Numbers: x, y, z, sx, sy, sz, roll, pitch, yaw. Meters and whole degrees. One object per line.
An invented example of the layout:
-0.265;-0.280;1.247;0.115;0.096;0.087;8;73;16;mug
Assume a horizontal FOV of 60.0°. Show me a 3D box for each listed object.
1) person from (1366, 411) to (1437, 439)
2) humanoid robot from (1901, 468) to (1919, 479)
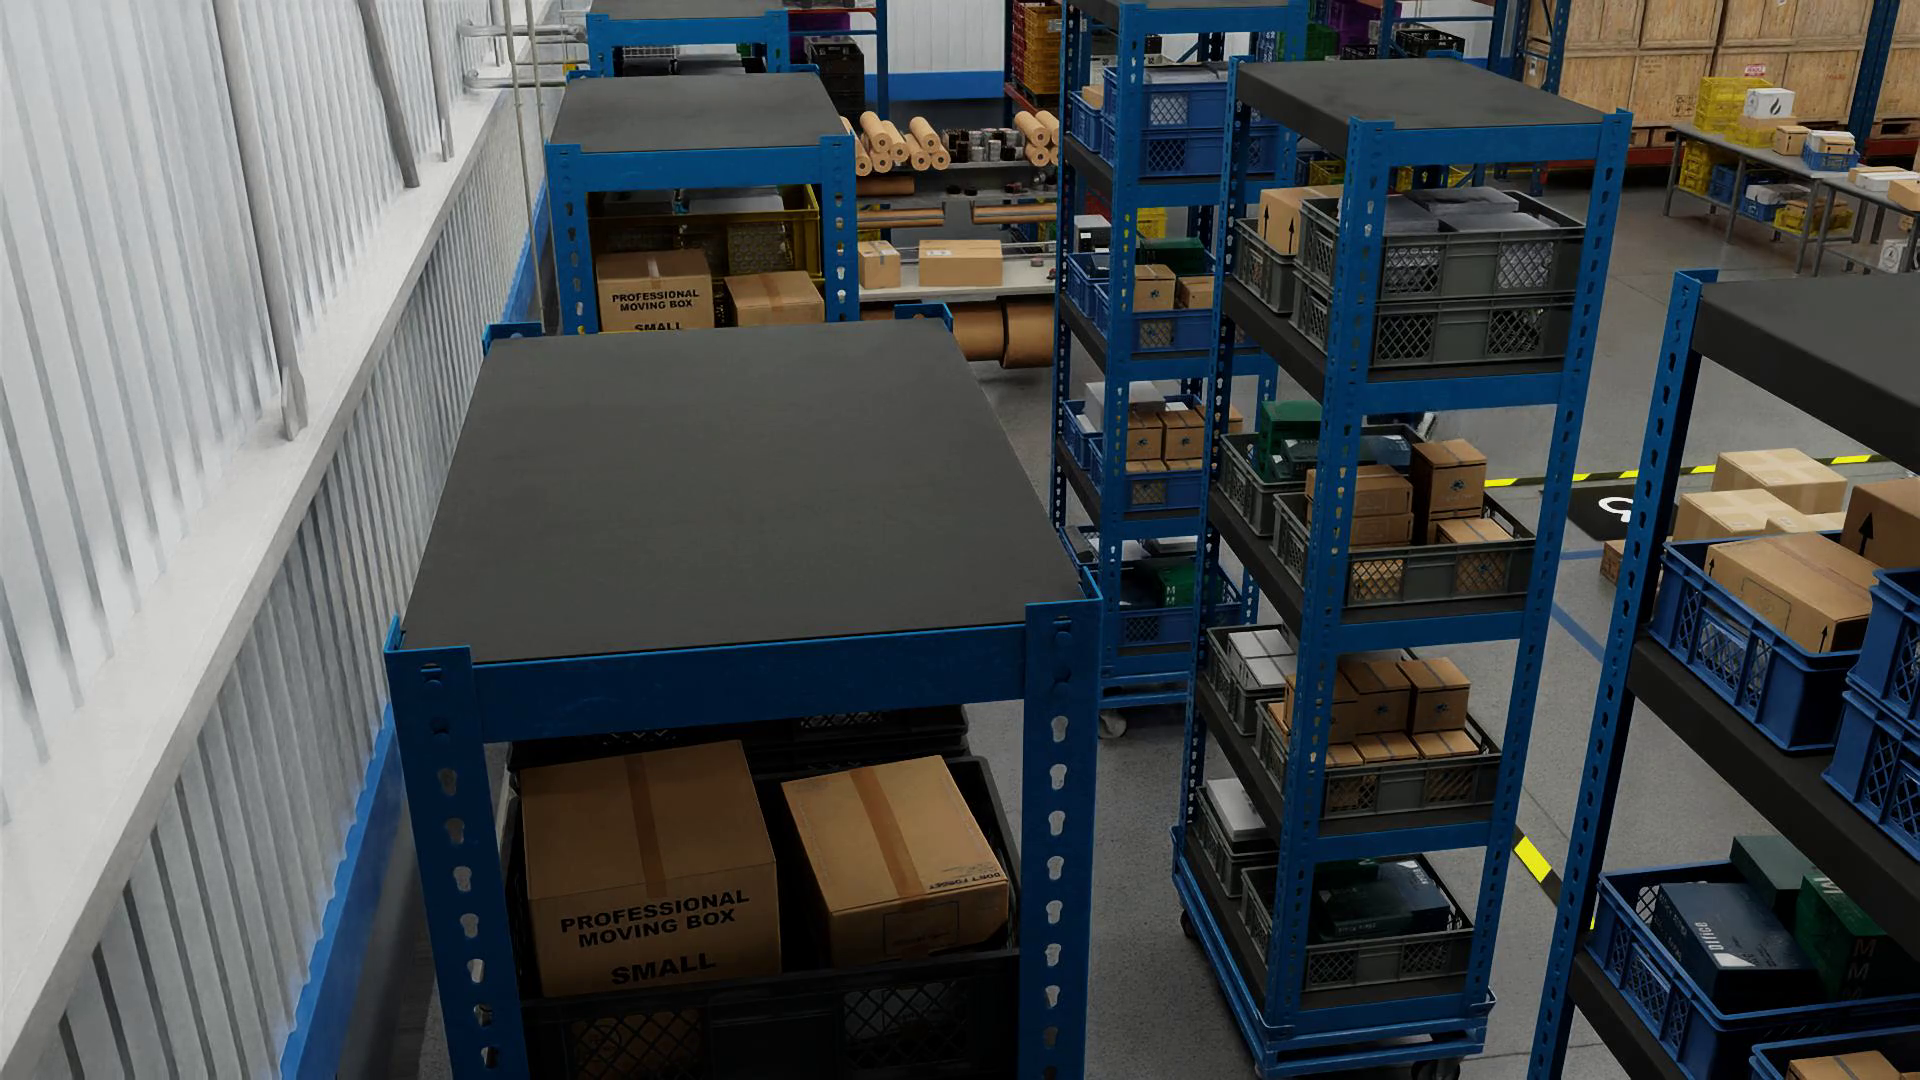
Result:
3.010;-1.379;11.420;0.704;1.834;0.579;-5;25;-10;person
6.443;-1.130;10.840;0.735;1.674;0.533;-12;27;-25;humanoid robot
